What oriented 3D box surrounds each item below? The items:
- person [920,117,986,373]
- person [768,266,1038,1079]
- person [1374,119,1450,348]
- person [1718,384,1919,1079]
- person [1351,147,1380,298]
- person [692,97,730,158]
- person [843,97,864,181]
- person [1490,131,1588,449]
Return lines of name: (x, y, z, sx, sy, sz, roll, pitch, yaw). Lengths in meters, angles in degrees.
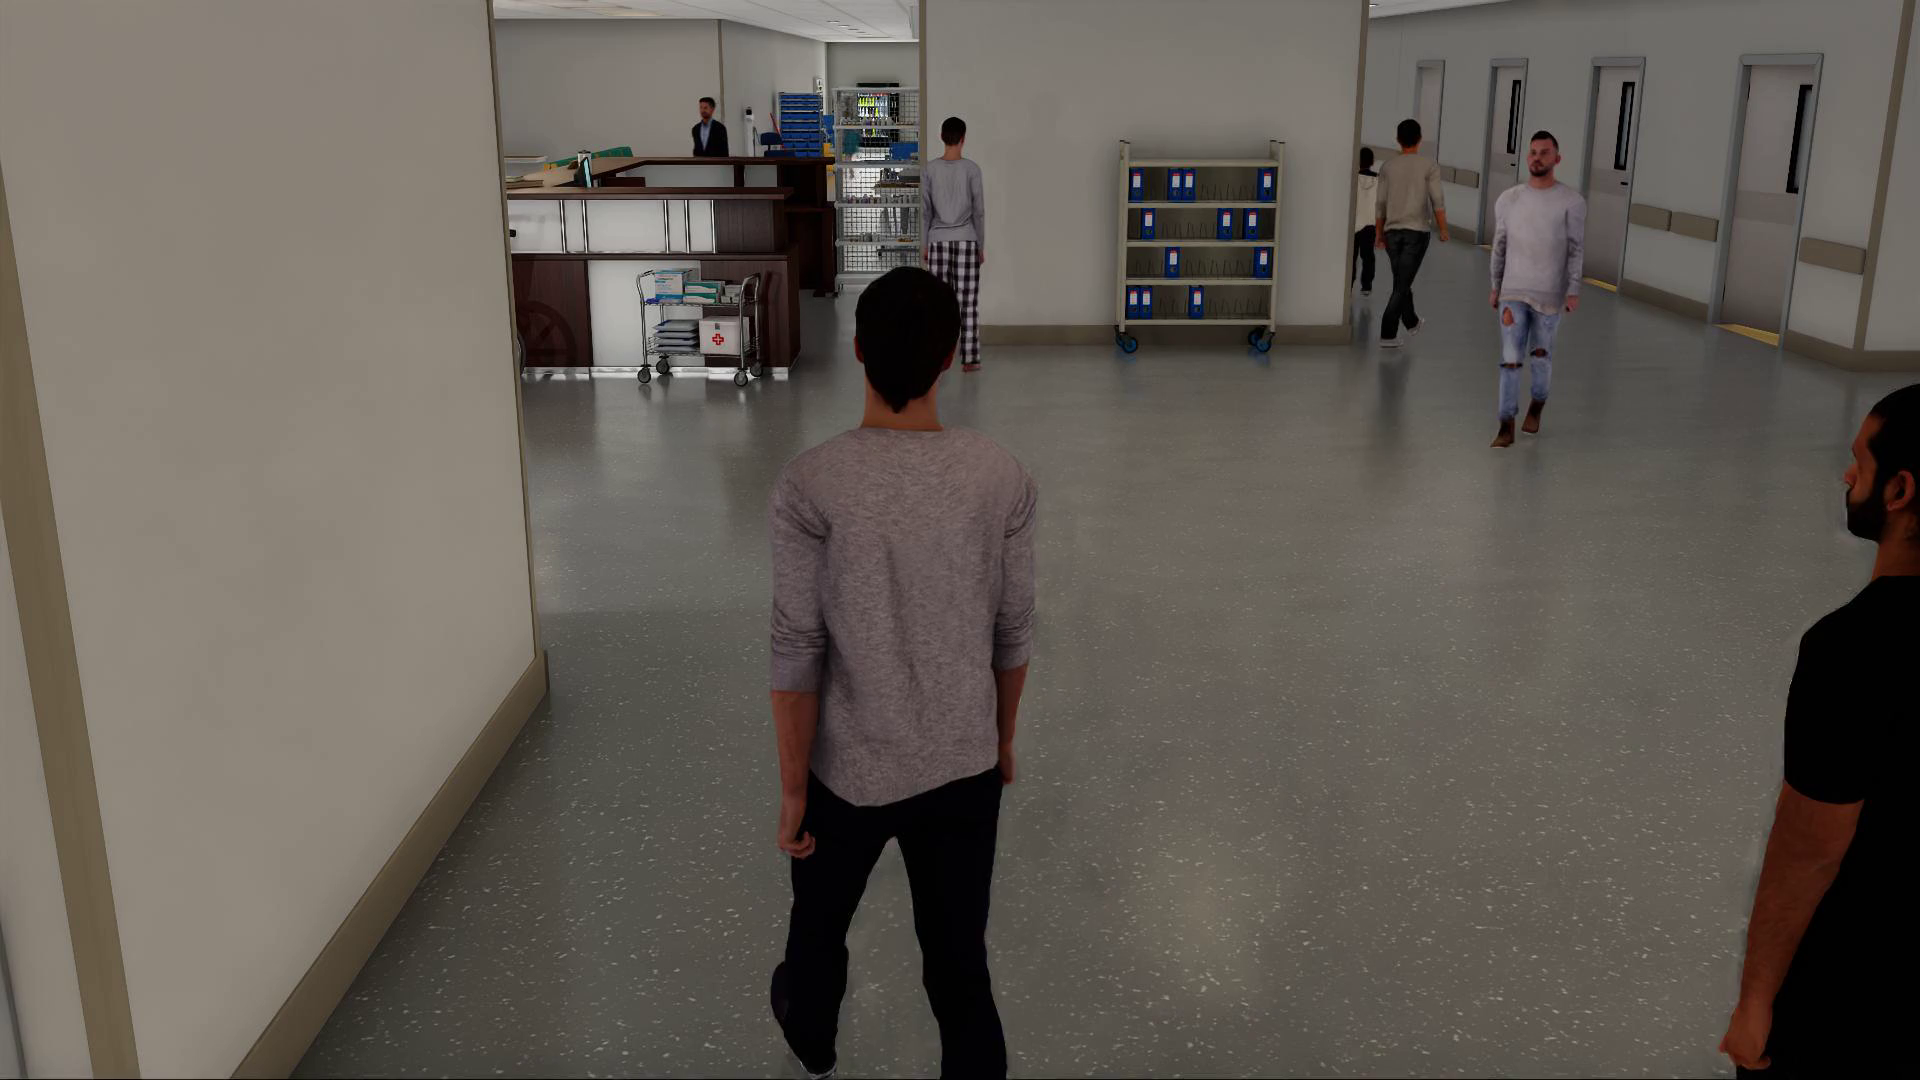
person: (-0.049, -2.167, 12.249, 0.519, 1.847, 0.715, 2, 16, 9)
person: (-0.074, 0.463, 3.006, 1.157, 1.801, 0.941, -5, 16, -16)
person: (3.502, -2.392, 13.196, 1.137, 1.765, 1.148, 13, 20, 38)
person: (1.359, 0.640, 2.460, 0.635, 1.756, 0.759, -7, 17, -25)
person: (3.938, -3.071, 16.234, 0.893, 1.424, 0.665, 1, 16, 2)
person: (-3.004, -4.450, 20.337, 0.989, 1.852, 0.912, 6, 17, 21)
person: (-2.192, -8.169, 33.888, 0.867, 1.658, 0.722, 2, 16, 7)
person: (3.409, -1.461, 9.828, 1.184, 1.801, 1.096, 8, 18, 27)
